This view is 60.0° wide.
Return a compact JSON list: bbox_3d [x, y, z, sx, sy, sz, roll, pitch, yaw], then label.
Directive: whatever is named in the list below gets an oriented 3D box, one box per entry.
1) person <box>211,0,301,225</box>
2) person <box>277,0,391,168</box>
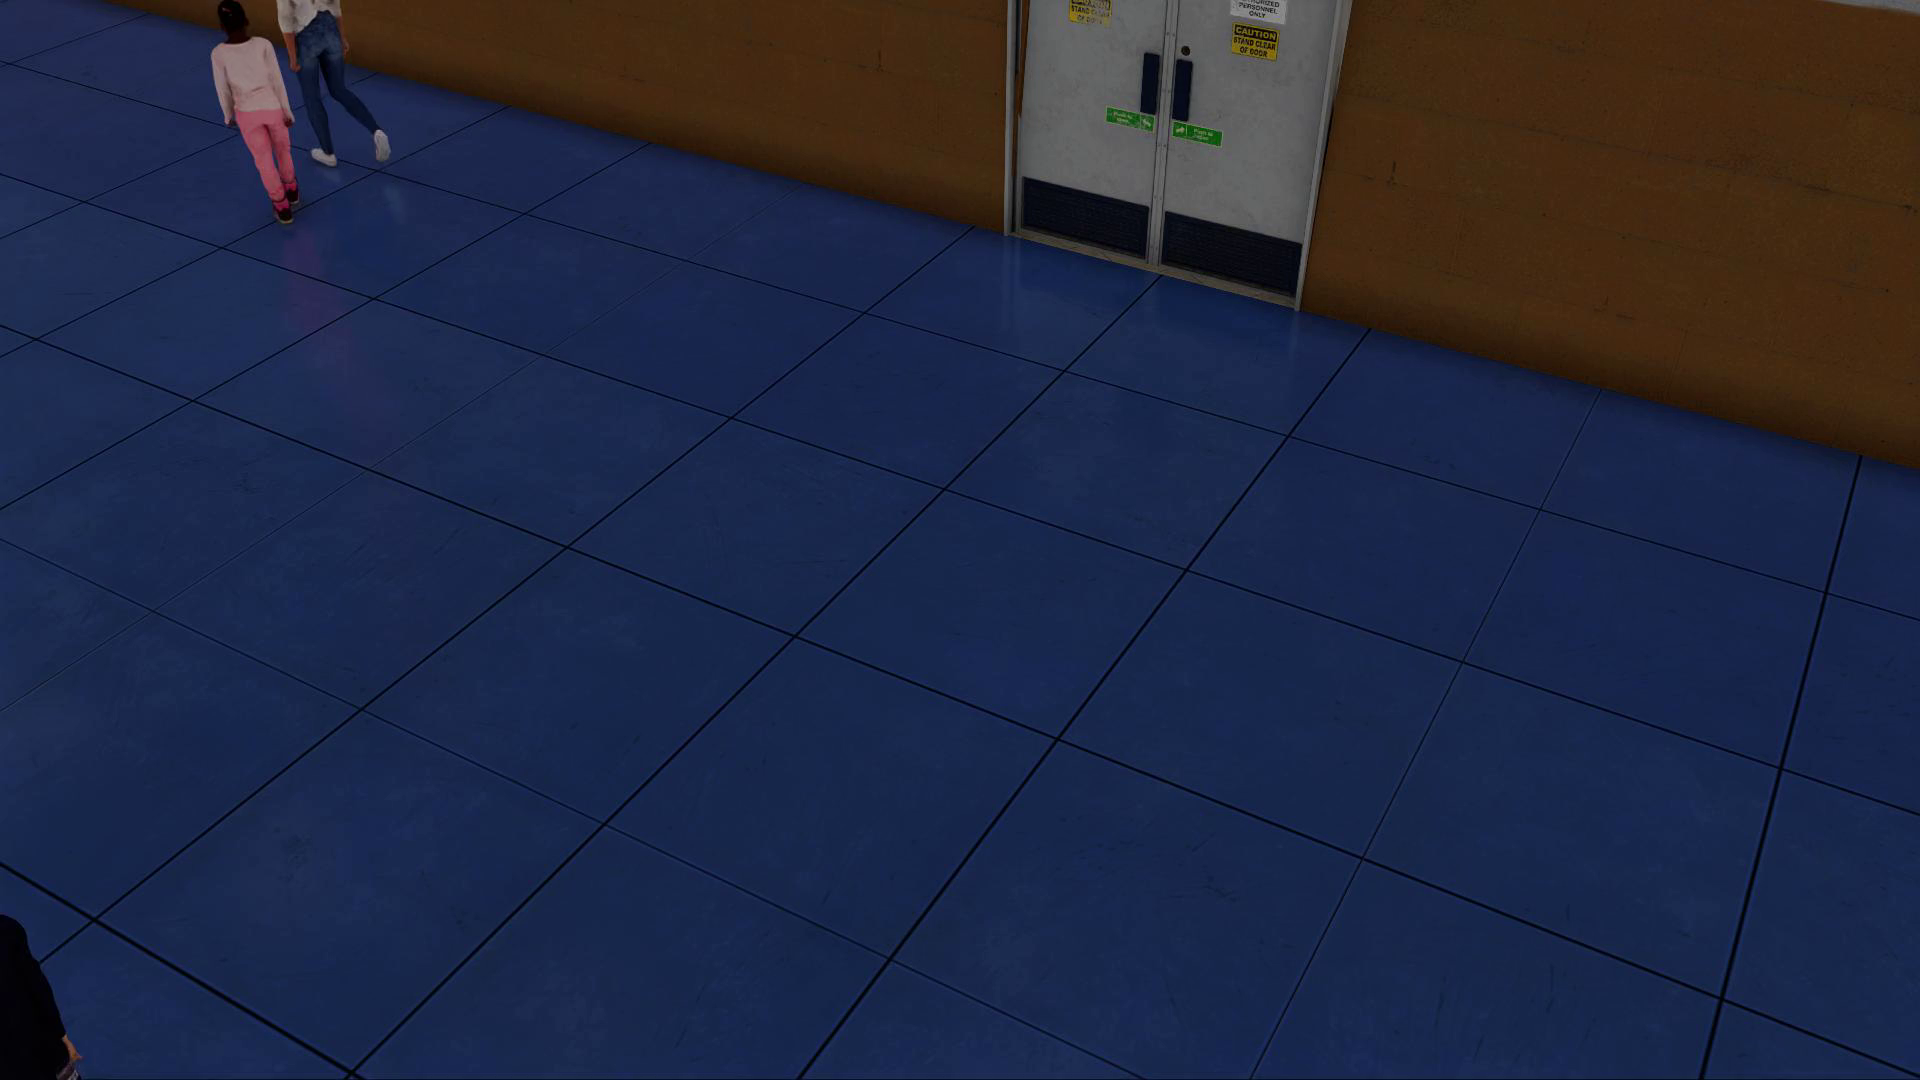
[{"bbox_3d":[-4.400,-2.681,10.466,0.760,1.438,0.784,-19,41,-24],"label":"person"},{"bbox_3d":[-4.198,-3.249,11.003,0.744,1.702,0.911,24,43,28],"label":"person"}]
